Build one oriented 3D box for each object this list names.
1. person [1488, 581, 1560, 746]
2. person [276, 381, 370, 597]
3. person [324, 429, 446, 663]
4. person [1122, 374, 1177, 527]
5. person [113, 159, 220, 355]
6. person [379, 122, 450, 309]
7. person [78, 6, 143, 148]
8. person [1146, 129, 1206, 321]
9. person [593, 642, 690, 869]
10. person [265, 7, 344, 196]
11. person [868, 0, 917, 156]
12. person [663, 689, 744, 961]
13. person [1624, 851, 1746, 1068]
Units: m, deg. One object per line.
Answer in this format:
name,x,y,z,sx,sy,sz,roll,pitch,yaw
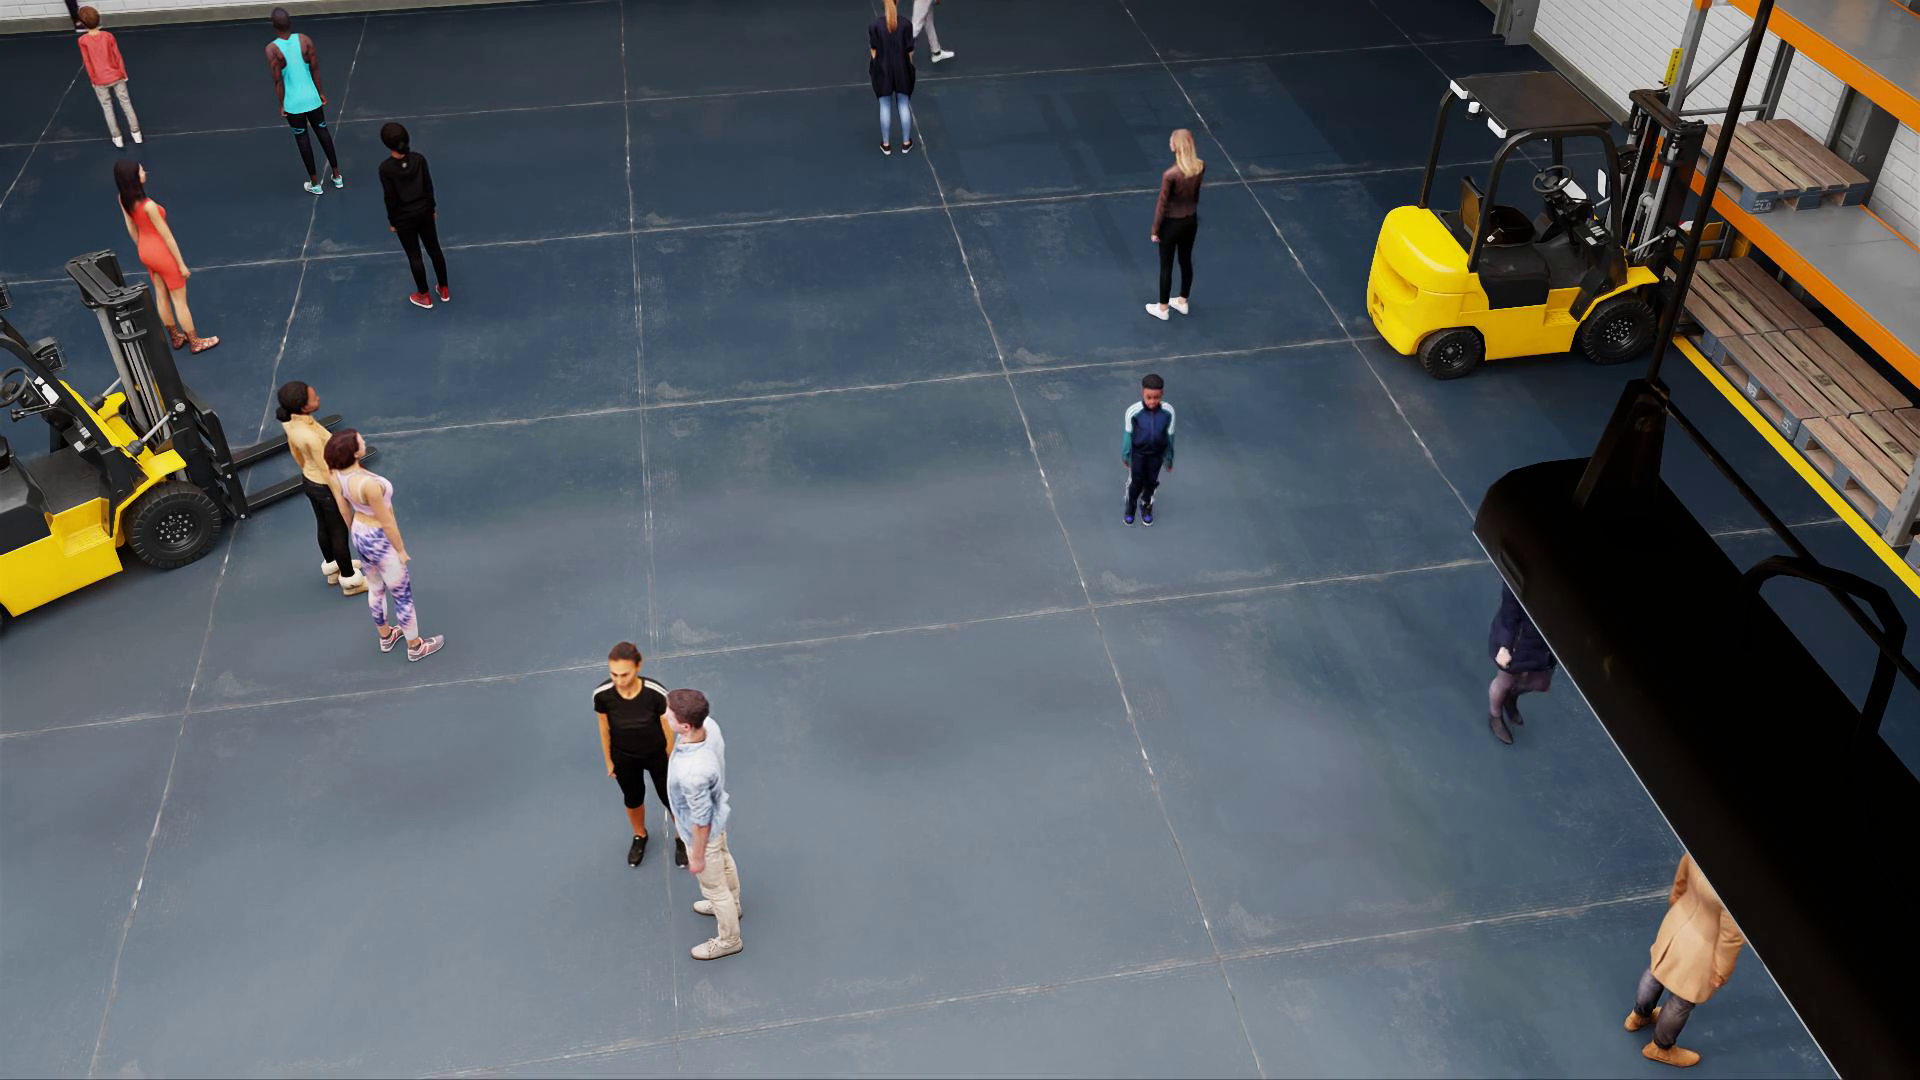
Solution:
person,3.385,0.517,10.044,0.693,1.668,0.688,-11,40,-13
person,-4.272,-0.359,11.148,0.667,1.660,0.757,31,48,33
person,-3.706,0.027,10.579,0.678,1.767,0.720,19,42,22
person,1.346,-0.685,11.885,0.524,1.249,0.514,-3,39,-4
person,-6.514,-2.301,13.531,0.671,1.719,0.705,17,42,20
person,-4.654,-2.770,14.155,0.673,1.674,0.680,-28,47,-31
person,-8.584,-4.665,16.736,0.571,1.415,0.577,-23,44,-26
person,1.855,-2.648,13.979,0.687,1.704,0.665,-24,44,-27
person,-1.752,1.176,9.222,0.625,1.665,0.596,3,39,3
person,-6.249,-4.171,15.800,0.681,1.811,0.674,-27,46,-29
person,-0.667,-4.652,16.499,0.653,1.690,0.594,-2,39,-2
person,-1.335,1.478,8.698,0.740,1.847,0.516,-2,39,-2
person,3.639,1.943,8.212,0.696,1.726,0.545,-5,39,-6
